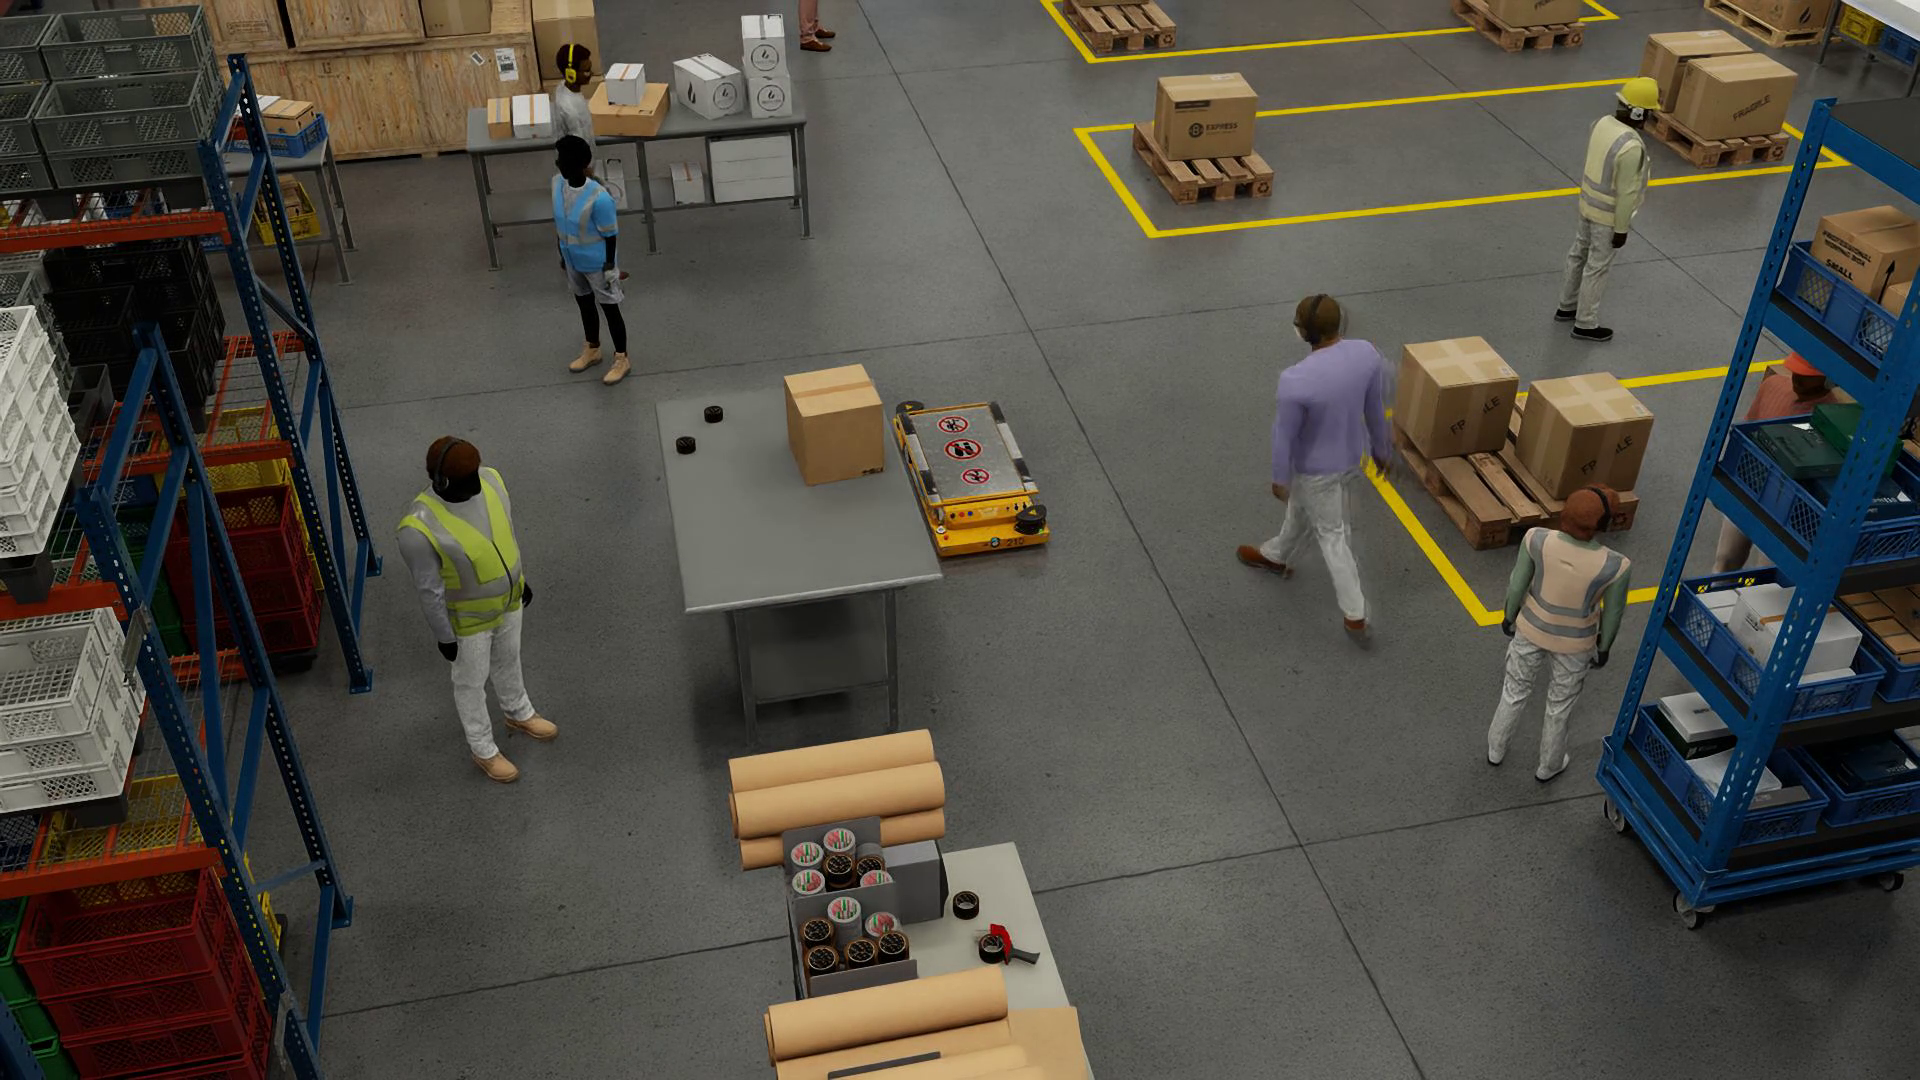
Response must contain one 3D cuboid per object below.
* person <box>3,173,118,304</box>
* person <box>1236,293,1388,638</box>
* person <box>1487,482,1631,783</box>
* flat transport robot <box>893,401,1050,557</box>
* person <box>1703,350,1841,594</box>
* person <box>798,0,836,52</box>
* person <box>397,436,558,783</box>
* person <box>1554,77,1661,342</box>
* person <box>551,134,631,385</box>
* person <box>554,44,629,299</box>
[{"bbox_3d":[-5.644,-1.775,10.577,0.351,1.881,0.582,23,42,28],"label":"person"},{"bbox_3d":[1.961,-0.405,8.752,0.667,1.881,1.006,-25,43,-29],"label":"person"},{"bbox_3d":[2.792,0.445,7.795,0.522,1.636,0.309,21,41,26],"label":"person"},{"bbox_3d":[0.046,-0.430,10.108,0.652,0.197,1.431,-8,37,-10],"label":"flat transport robot"},{"bbox_3d":[4.055,-0.174,8.332,0.375,1.995,0.611,-17,40,-21],"label":"person"},{"bbox_3d":[-1.386,-5.614,15.725,0.403,1.899,0.645,1,37,1],"label":"person"},{"bbox_3d":[-2.244,0.305,7.817,0.429,1.841,0.625,16,40,21],"label":"person"},{"bbox_3d":[4.384,-2.235,11.241,0.404,1.827,0.586,-4,37,-6],"label":"person"},{"bbox_3d":[-2.413,-1.817,10.784,0.536,1.700,0.318,22,42,27],"label":"person"},{"bbox_3d":[-2.615,-2.580,11.677,0.353,1.860,0.538,-6,37,-9],"label":"person"}]
